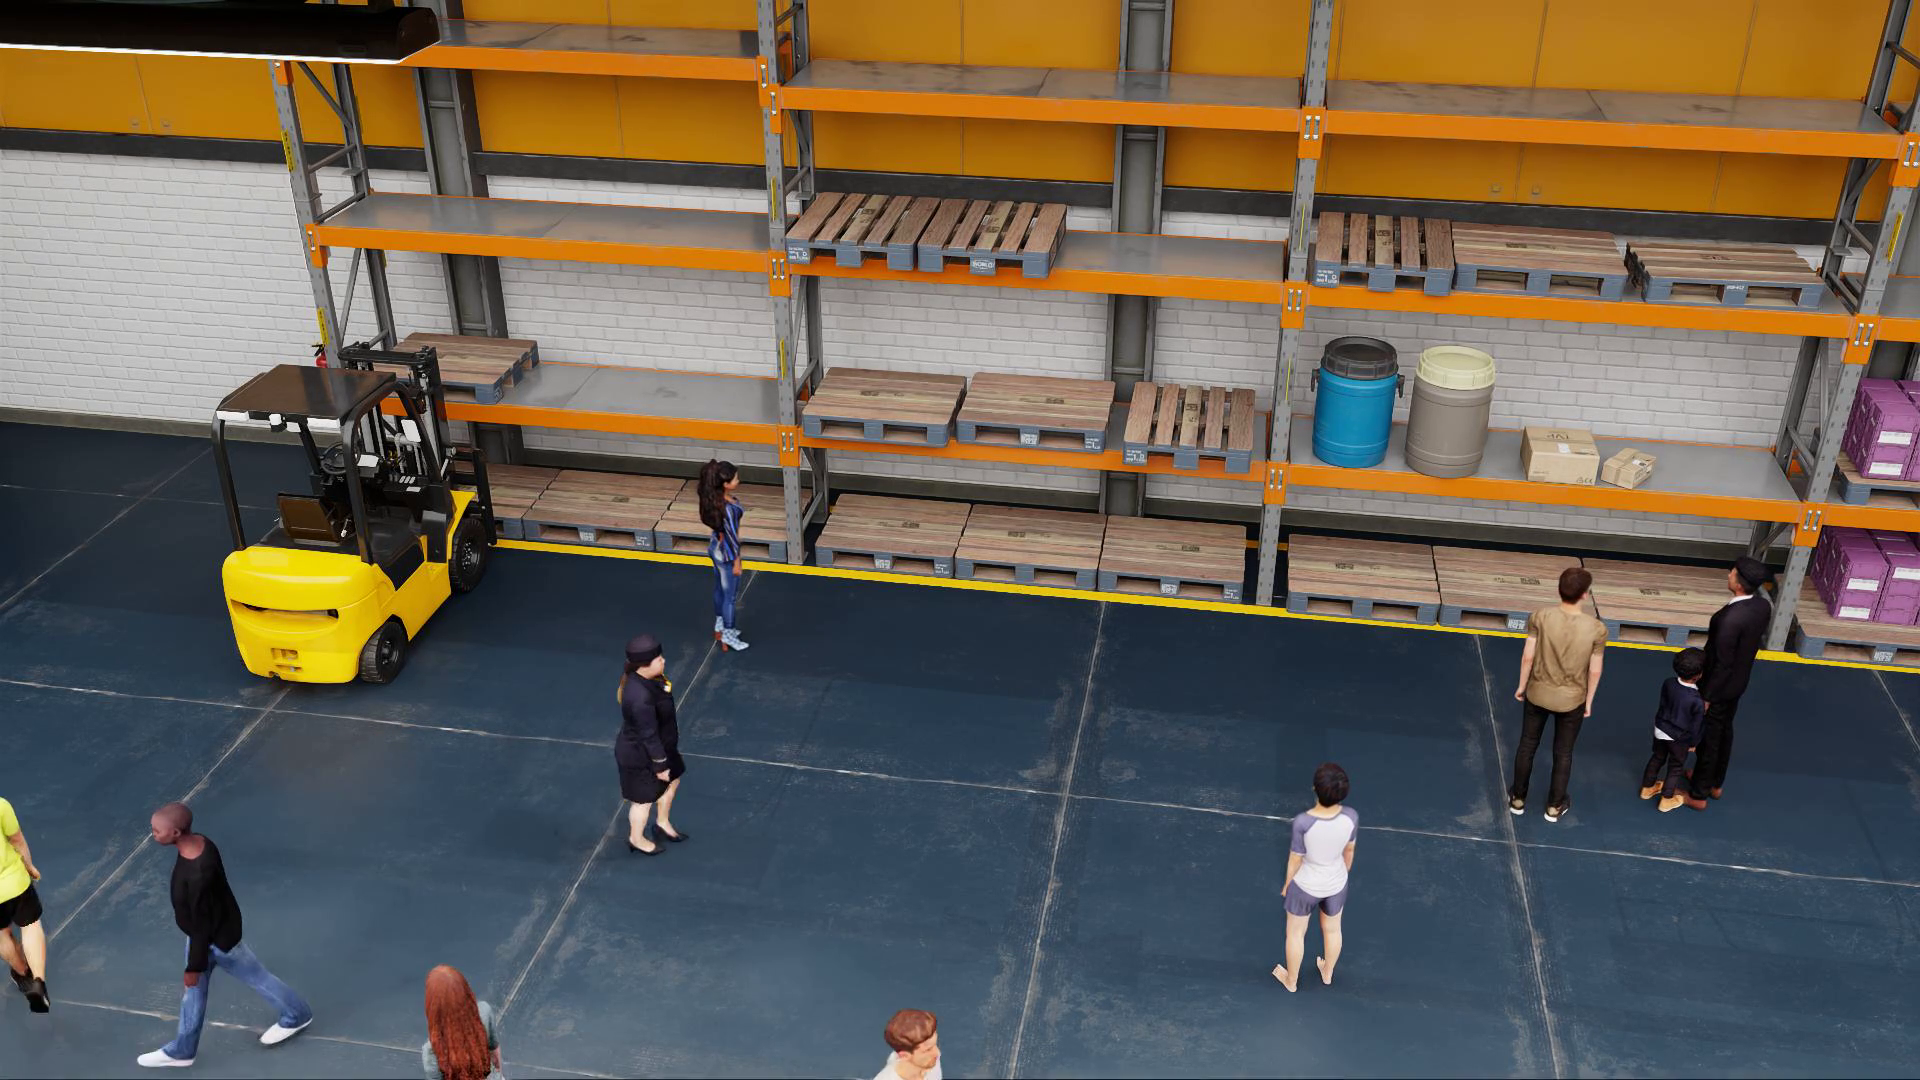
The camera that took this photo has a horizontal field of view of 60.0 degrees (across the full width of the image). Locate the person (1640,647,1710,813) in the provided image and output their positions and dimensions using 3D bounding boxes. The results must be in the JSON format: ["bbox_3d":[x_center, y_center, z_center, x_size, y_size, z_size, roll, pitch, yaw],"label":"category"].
[{"bbox_3d":[4.808,1.264,11.170,0.613,1.224,0.578,-11,31,-20],"label":"person"}]

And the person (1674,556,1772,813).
[{"bbox_3d":[5.078,0.955,11.050,0.769,1.881,0.795,-23,36,-35],"label":"person"}]

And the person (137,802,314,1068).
[{"bbox_3d":[-3.959,2.139,9.069,1.185,1.700,1.092,-17,33,-28],"label":"person"}]

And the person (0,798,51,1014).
[{"bbox_3d":[-5.434,1.986,9.382,0.985,1.668,1.035,-17,33,-28],"label":"person"}]

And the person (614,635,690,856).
[{"bbox_3d":[-2.066,1.336,10.587,0.766,1.655,0.805,-2,29,-4],"label":"person"}]

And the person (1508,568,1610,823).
[{"bbox_3d":[3.927,1.017,10.969,0.617,1.850,0.781,14,32,24],"label":"person"}]

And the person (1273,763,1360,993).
[{"bbox_3d":[2.061,1.939,9.576,0.577,1.566,0.700,-6,29,-11],"label":"person"}]

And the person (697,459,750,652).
[{"bbox_3d":[-1.810,0.109,12.869,0.728,1.624,0.700,-12,31,-22],"label":"person"}]

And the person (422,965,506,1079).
[{"bbox_3d":[-2.244,2.772,7.907,1.238,1.700,1.001,22,36,35],"label":"person"}]

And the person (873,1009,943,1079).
[{"bbox_3d":[-0.331,2.833,7.610,0.804,1.879,0.792,17,33,28],"label":"person"}]
